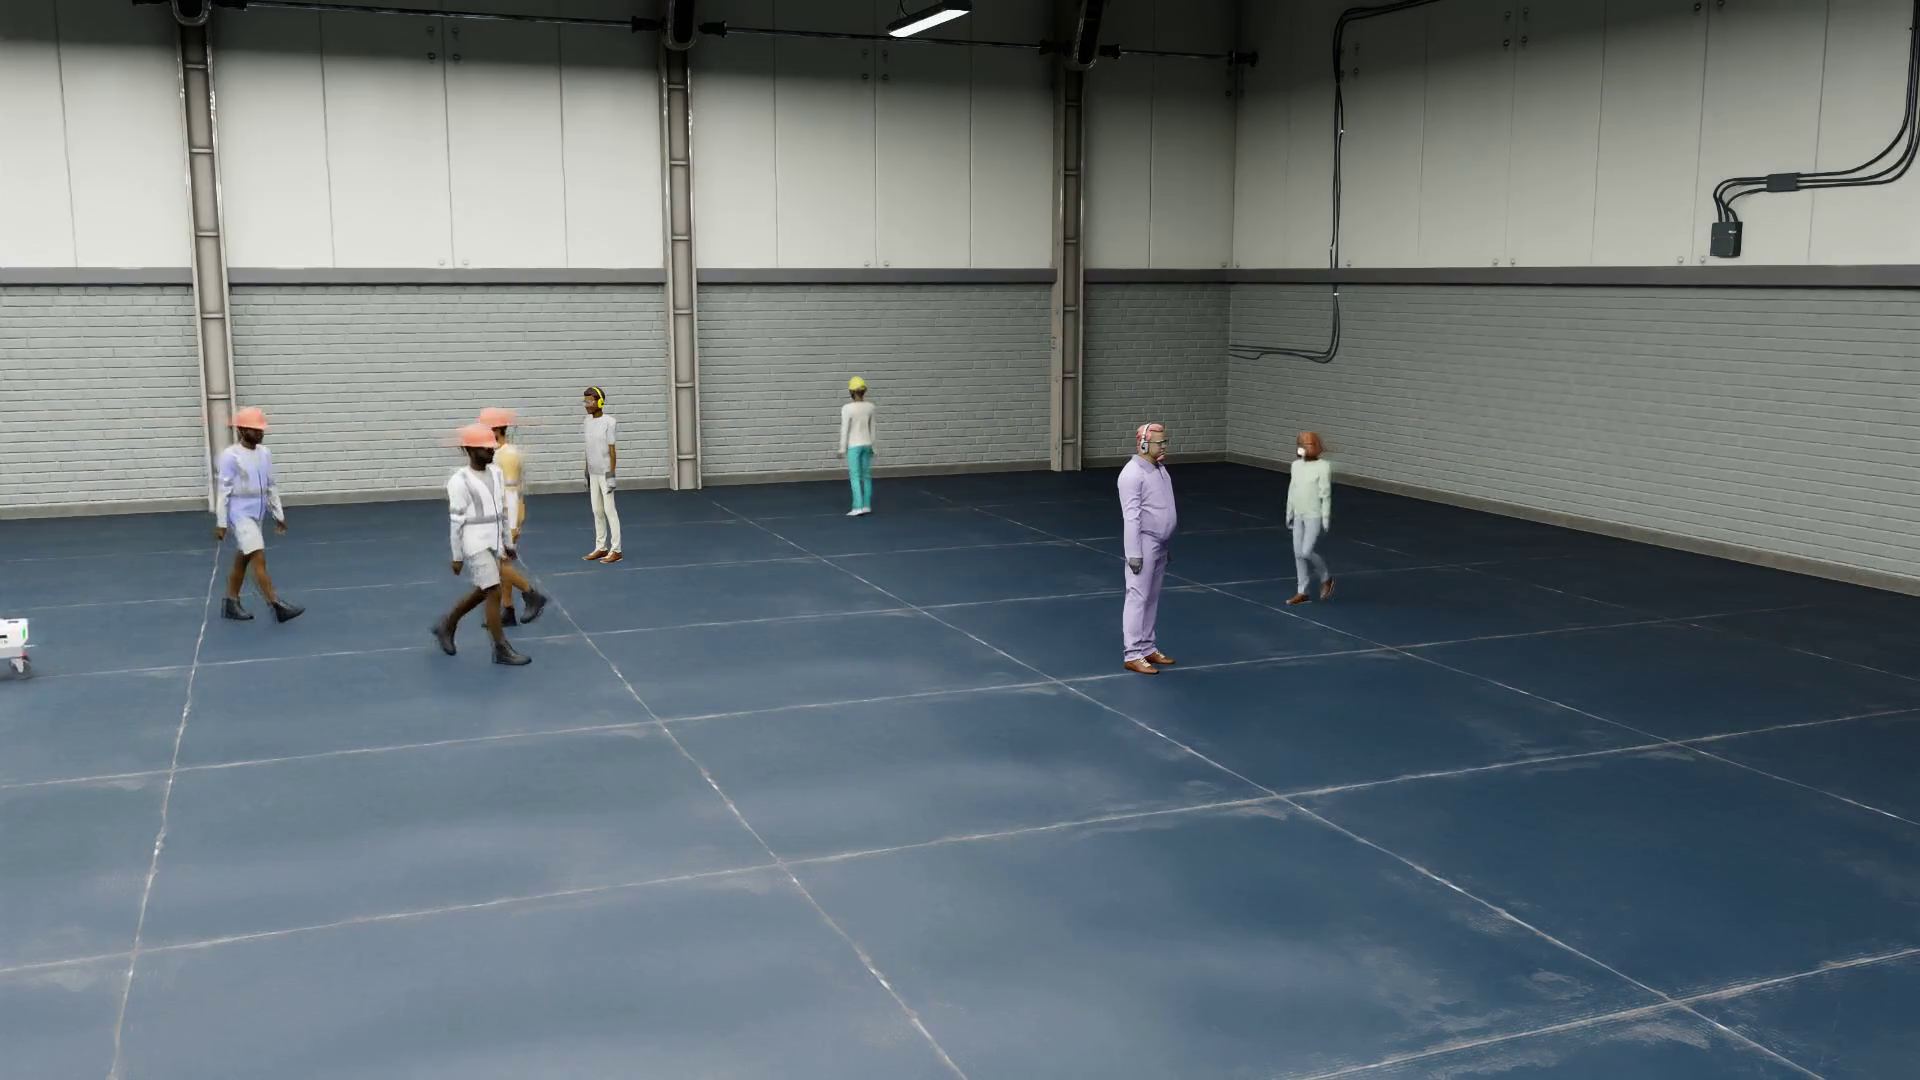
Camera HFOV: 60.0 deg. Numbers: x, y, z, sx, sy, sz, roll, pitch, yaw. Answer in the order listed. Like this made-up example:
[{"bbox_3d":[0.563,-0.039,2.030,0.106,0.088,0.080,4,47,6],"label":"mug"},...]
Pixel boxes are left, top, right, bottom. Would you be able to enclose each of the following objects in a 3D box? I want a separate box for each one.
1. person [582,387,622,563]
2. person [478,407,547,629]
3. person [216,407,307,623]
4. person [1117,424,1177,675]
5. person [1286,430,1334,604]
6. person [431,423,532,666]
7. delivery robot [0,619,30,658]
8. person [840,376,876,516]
[{"bbox_3d":[-3.808,-0.688,17.608,0.513,1.864,0.311,7,12,38],"label":"person"},{"bbox_3d":[-3.897,-0.181,14.227,0.468,1.918,0.569,-5,10,-29],"label":"person"},{"bbox_3d":[-6.088,-0.207,14.488,0.985,1.886,0.550,2,9,13],"label":"person"},{"bbox_3d":[1.458,0.058,12.775,0.409,1.909,0.642,5,10,27],"label":"person"},{"bbox_3d":[3.217,-0.206,15.318,0.397,1.617,0.523,-5,10,-30],"label":"person"},{"bbox_3d":[-3.798,0.026,12.995,0.894,1.914,0.543,3,10,18],"label":"person"},{"bbox_3d":[-7.361,0.740,12.428,0.707,0.478,0.477,-5,10,-29],"label":"delivery robot"},{"bbox_3d":[-1.289,-1.186,21.058,0.528,1.777,0.327,-8,12,-41],"label":"person"}]
